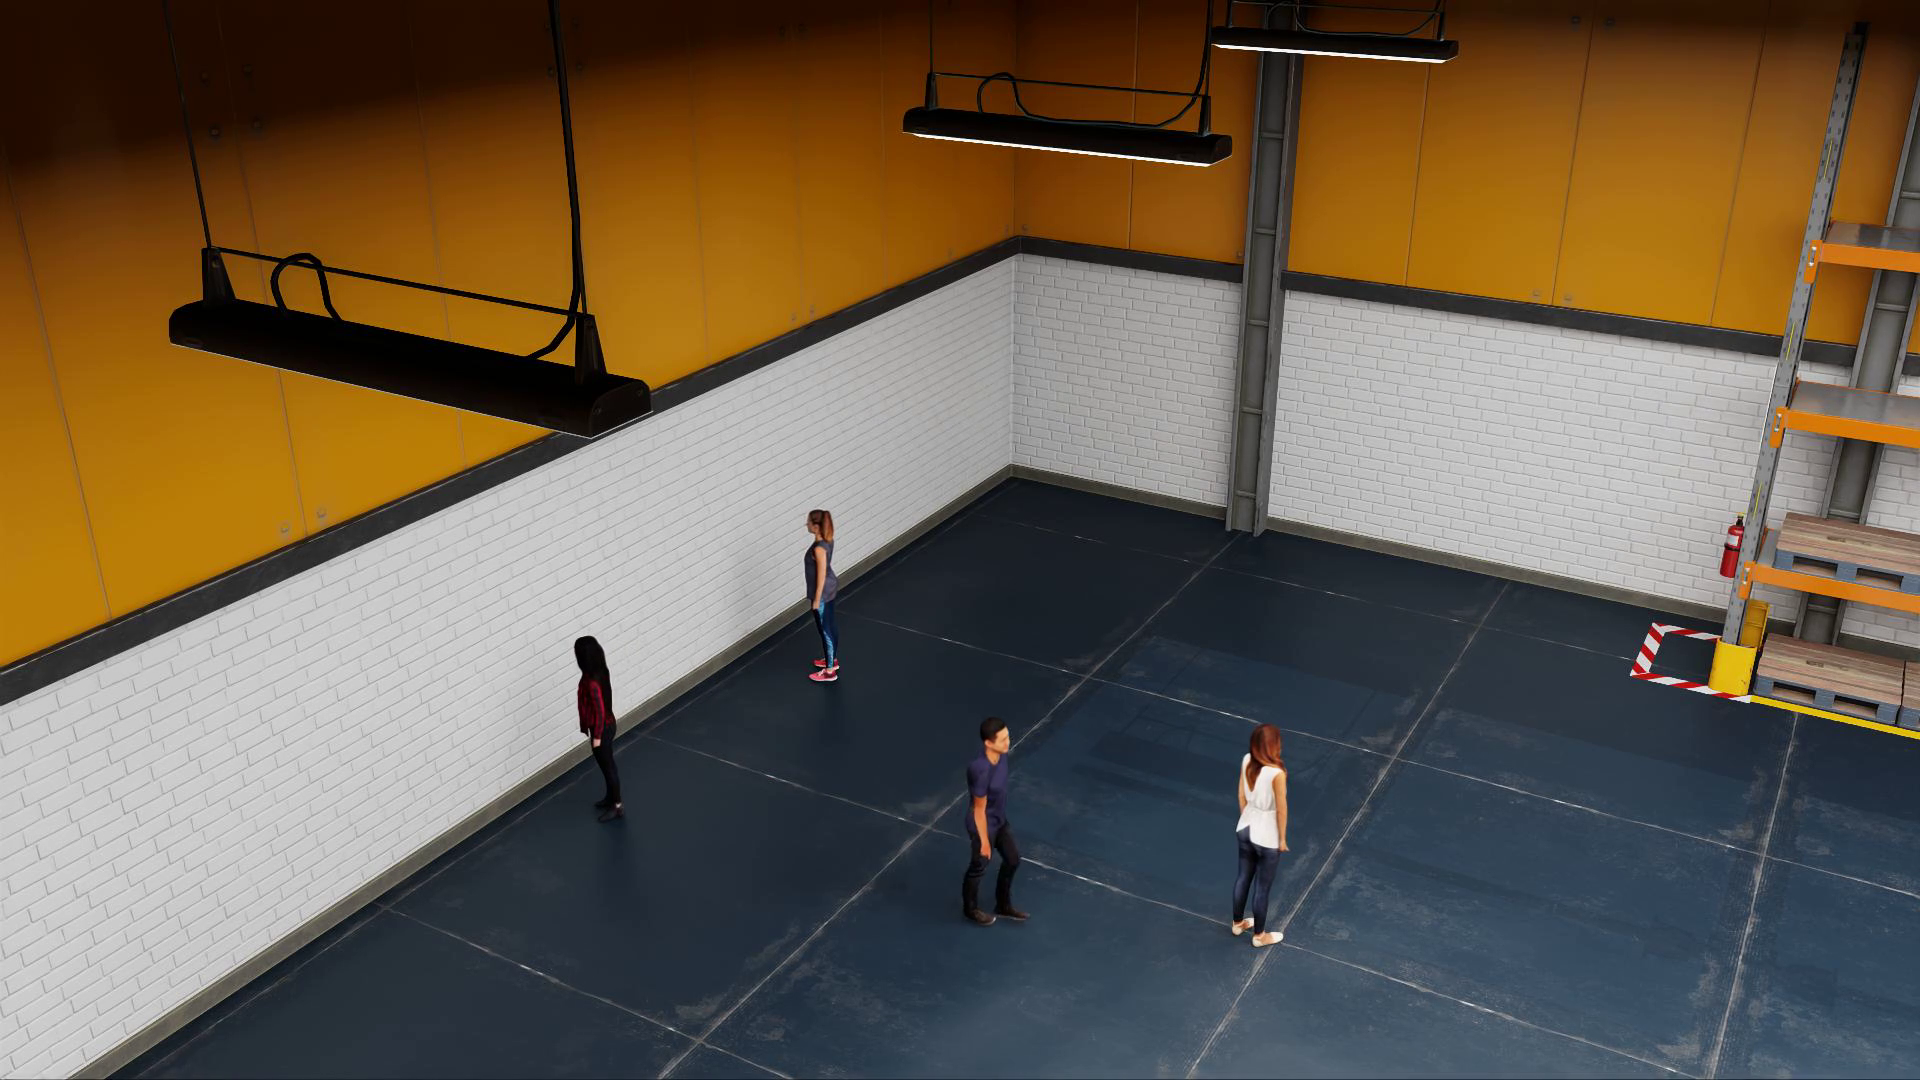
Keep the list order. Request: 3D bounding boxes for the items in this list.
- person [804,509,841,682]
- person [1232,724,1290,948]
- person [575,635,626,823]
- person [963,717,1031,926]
[{"bbox_3d":[-1.295,0.506,15.747,0.648,1.722,0.639,3,24,6],"label":"person"},{"bbox_3d":[2.151,2.118,11.982,0.731,1.784,0.601,-16,28,-32],"label":"person"},{"bbox_3d":[-2.911,1.518,13.518,0.717,1.654,0.659,-6,24,-13],"label":"person"},{"bbox_3d":[0.123,2.046,12.161,0.753,1.772,0.715,10,26,22],"label":"person"}]
